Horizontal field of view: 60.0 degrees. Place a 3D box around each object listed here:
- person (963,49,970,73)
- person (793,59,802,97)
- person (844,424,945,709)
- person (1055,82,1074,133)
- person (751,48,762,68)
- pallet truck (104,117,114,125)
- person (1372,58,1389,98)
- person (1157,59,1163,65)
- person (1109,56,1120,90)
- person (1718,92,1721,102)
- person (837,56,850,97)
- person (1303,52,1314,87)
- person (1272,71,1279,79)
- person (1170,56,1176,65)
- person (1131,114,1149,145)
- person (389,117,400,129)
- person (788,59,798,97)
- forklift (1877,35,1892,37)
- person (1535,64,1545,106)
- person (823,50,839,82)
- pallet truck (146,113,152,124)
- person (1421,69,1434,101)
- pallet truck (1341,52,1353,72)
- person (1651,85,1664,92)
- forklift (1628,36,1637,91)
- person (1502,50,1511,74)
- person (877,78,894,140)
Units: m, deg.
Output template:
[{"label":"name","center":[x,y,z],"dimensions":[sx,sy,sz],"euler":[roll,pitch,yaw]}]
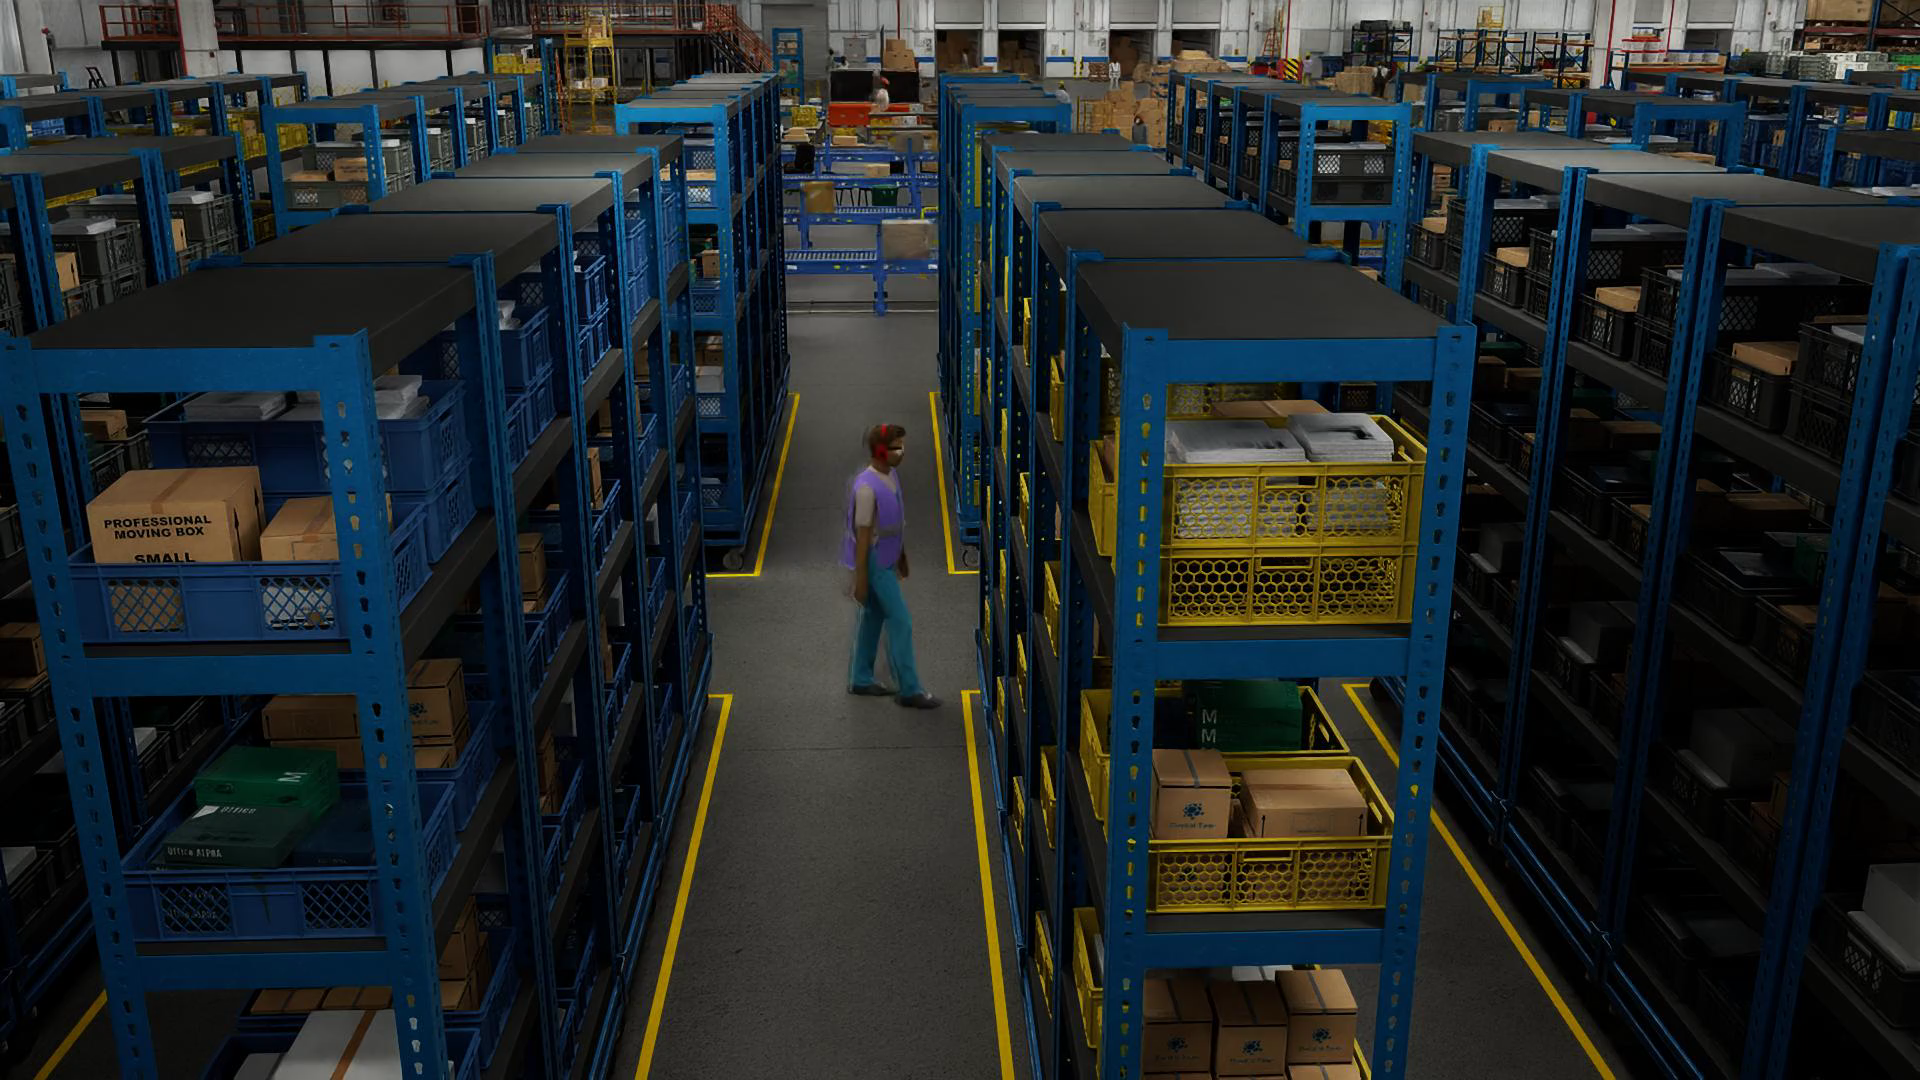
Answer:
[{"label":"person","center":[0.434,-26.431,92.718],"dimensions":[0.782,1.841,0.549],"euler":[6,19,17]},{"label":"person","center":[-7.513,-21.316,76.740],"dimensions":[0.373,1.932,0.549],"euler":[7,19,21]},{"label":"person","center":[-0.373,0.174,10.421],"dimensions":[0.757,1.819,0.607],"euler":[4,18,11]},{"label":"person","center":[3.451,-14.379,55.546],"dimensions":[0.962,1.761,0.608],"euler":[-13,22,-36]},{"label":"person","center":[-11.230,-26.165,91.781],"dimensions":[0.588,1.913,0.391],"euler":[-7,19,-21]},{"label":"pallet truck","center":[-18.367,-7.885,35.078],"dimensions":[1.885,1.965,0.823],"euler":[1,18,2]},{"label":"person","center":[18.212,-19.886,72.145],"dimensions":[0.695,2.000,0.677],"euler":[9,20,27]},{"label":"person","center":[9.240,-21.063,76.109],"dimensions":[0.636,1.839,0.662],"euler":[-8,20,-24]},{"label":"person","center":[7.310,-21.908,78.675],"dimensions":[0.573,1.877,0.353],"euler":[-5,19,-15]},{"label":"person","center":[26.716,-15.181,57.857],"dimensions":[0.654,1.899,0.745],"euler":[15,23,39]},{"label":"person","center":[-5.546,-22.050,79.131],"dimensions":[0.612,1.872,1.014],"euler":[-4,18,-13]},{"label":"person","center":[17.699,-23.823,84.553],"dimensions":[0.585,1.900,0.885],"euler":[15,23,39]},{"label":"person","center":[11.625,-16.552,62.088],"dimensions":[0.959,1.888,0.545],"euler":[3,18,9]},{"label":"person","center":[9.970,-21.376,76.927],"dimensions":[0.569,1.928,0.651],"euler":[-13,22,-35]},{"label":"person","center":[4.563,-10.042,42.410],"dimensions":[0.512,1.586,0.865],"euler":[10,20,27]},{"label":"person","center":[-18.051,-13.541,52.988],"dimensions":[0.493,1.743,0.295],"euler":[7,19,20]},{"label":"person","center":[-7.883,-21.880,78.649],"dimensions":[0.537,1.830,0.431],"euler":[-12,22,-34]},{"label":"forklift","center":[44.168,-22.911,80.163],"dimensions":[1.129,2.768,1.873],"euler":[-1,18,-2]},{"label":"person","center":[24.097,-18.863,69.277],"dimensions":[0.511,1.860,0.325],"euler":[-9,20,-26]},{"label":"person","center":[-7.293,-26.601,93.330],"dimensions":[0.980,1.800,0.637],"euler":[2,18,8]},{"label":"pallet truck","center":[-18.087,-8.309,36.390],"dimensions":[1.885,1.965,0.823],"euler":[-1,18,-4]},{"label":"person","center":[17.712,-16.834,62.907],"dimensions":[1.008,1.912,0.606],"euler":[0,18,-1]},{"label":"pallet truck","center":[18.794,-23.123,82.231],"dimensions":[0.823,1.965,1.885],"euler":[-13,22,-35]},{"label":"person","center":[25.567,-16.132,61.219],"dimensions":[0.760,1.605,0.502],"euler":[-9,20,-27]},{"label":"forklift","center":[30.616,-21.919,77.092],"dimensions":[1.129,2.768,1.873],"euler":[-1,18,-2]},{"label":"person","center":[28.341,-24.475,86.510],"dimensions":[0.372,1.940,0.631],"euler":[-6,19,-18]},{"label":"person","center":[-2.345,-13.877,53.654],"dimensions":[0.810,1.964,0.664],"euler":[5,19,16]}]
